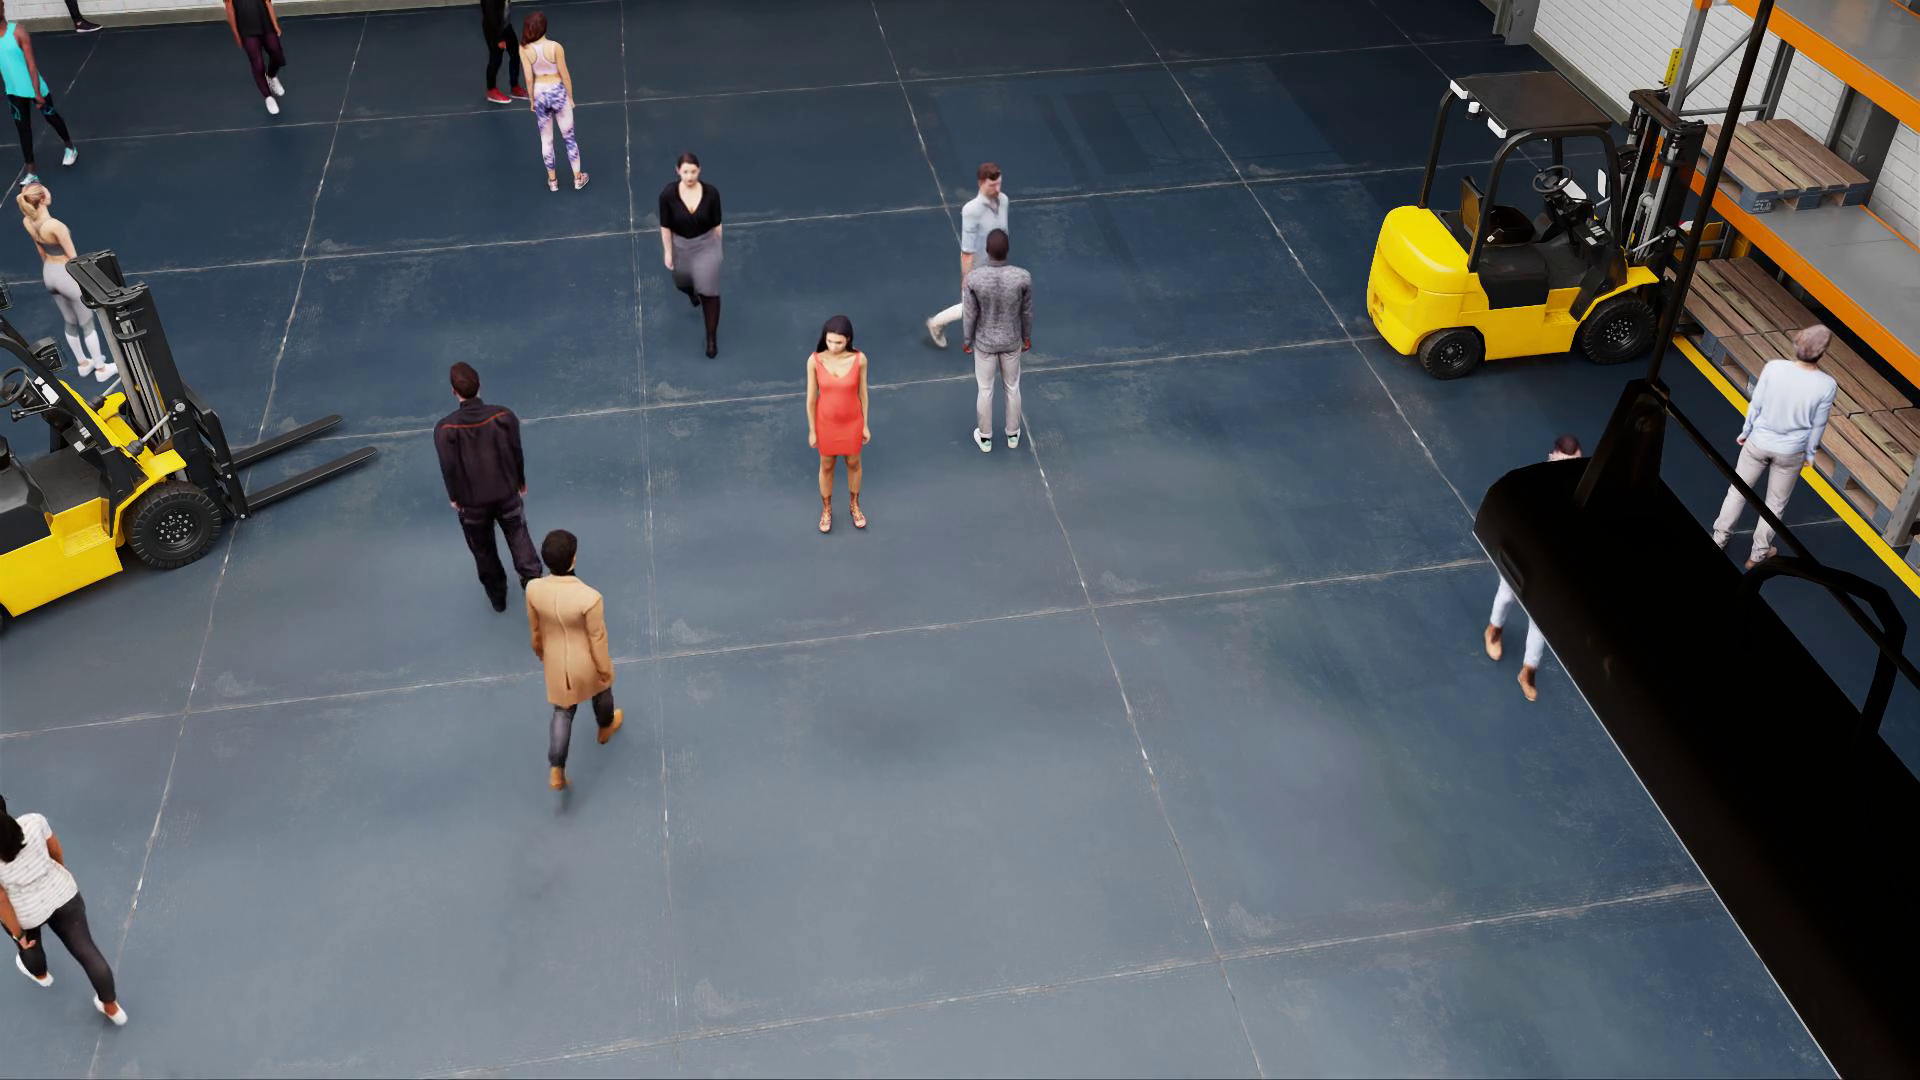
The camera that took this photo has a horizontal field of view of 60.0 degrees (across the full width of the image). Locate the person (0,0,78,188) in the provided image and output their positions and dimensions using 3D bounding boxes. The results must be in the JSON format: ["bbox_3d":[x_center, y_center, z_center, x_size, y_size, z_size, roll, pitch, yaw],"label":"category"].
[{"bbox_3d":[-8.970,-4.388,16.105,0.805,1.769,1.212,1,39,1],"label":"person"}]

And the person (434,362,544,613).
[{"bbox_3d":[-3.054,-0.267,10.842,0.836,1.898,0.957,-18,42,-22],"label":"person"}]

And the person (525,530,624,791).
[{"bbox_3d":[-2.299,0.743,9.739,0.916,1.696,1.188,6,39,7],"label":"person"}]

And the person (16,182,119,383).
[{"bbox_3d":[-7.128,-2.053,13.235,0.629,1.703,0.655,12,40,15],"label":"person"}]

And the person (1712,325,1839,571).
[{"bbox_3d":[5.546,-0.630,11.300,0.741,1.893,0.812,26,45,29],"label":"person"}]

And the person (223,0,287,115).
[{"bbox_3d":[-7.379,-5.387,17.356,0.818,1.769,0.909,-25,45,-28],"label":"person"}]

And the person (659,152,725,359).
[{"bbox_3d":[-2.196,-2.391,13.636,0.678,1.730,1.082,-5,39,-6],"label":"person"}]

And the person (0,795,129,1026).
[{"bbox_3d":[-4.569,1.882,8.381,1.048,1.610,0.961,27,46,29],"label":"person"}]

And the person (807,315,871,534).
[{"bbox_3d":[-0.851,-0.831,11.690,0.581,1.721,0.511,-6,39,-7],"label":"person"}]

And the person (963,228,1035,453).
[{"bbox_3d":[0.283,-1.482,12.410,0.683,1.838,0.550,-4,39,-5],"label":"person"}]

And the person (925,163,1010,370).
[{"bbox_3d":[0.114,-2.218,13.350,1.243,1.817,1.079,32,48,33],"label":"person"}]

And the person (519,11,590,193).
[{"bbox_3d":[-3.892,-4.184,15.853,0.612,1.766,0.564,-3,39,-3],"label":"person"}]

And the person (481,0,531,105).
[{"bbox_3d":[-4.894,-5.348,17.409,0.829,1.642,0.797,4,39,6],"label":"person"}]

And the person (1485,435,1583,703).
[{"bbox_3d":[3.606,0.040,10.525,0.824,1.813,1.044,4,39,5],"label":"person"}]
